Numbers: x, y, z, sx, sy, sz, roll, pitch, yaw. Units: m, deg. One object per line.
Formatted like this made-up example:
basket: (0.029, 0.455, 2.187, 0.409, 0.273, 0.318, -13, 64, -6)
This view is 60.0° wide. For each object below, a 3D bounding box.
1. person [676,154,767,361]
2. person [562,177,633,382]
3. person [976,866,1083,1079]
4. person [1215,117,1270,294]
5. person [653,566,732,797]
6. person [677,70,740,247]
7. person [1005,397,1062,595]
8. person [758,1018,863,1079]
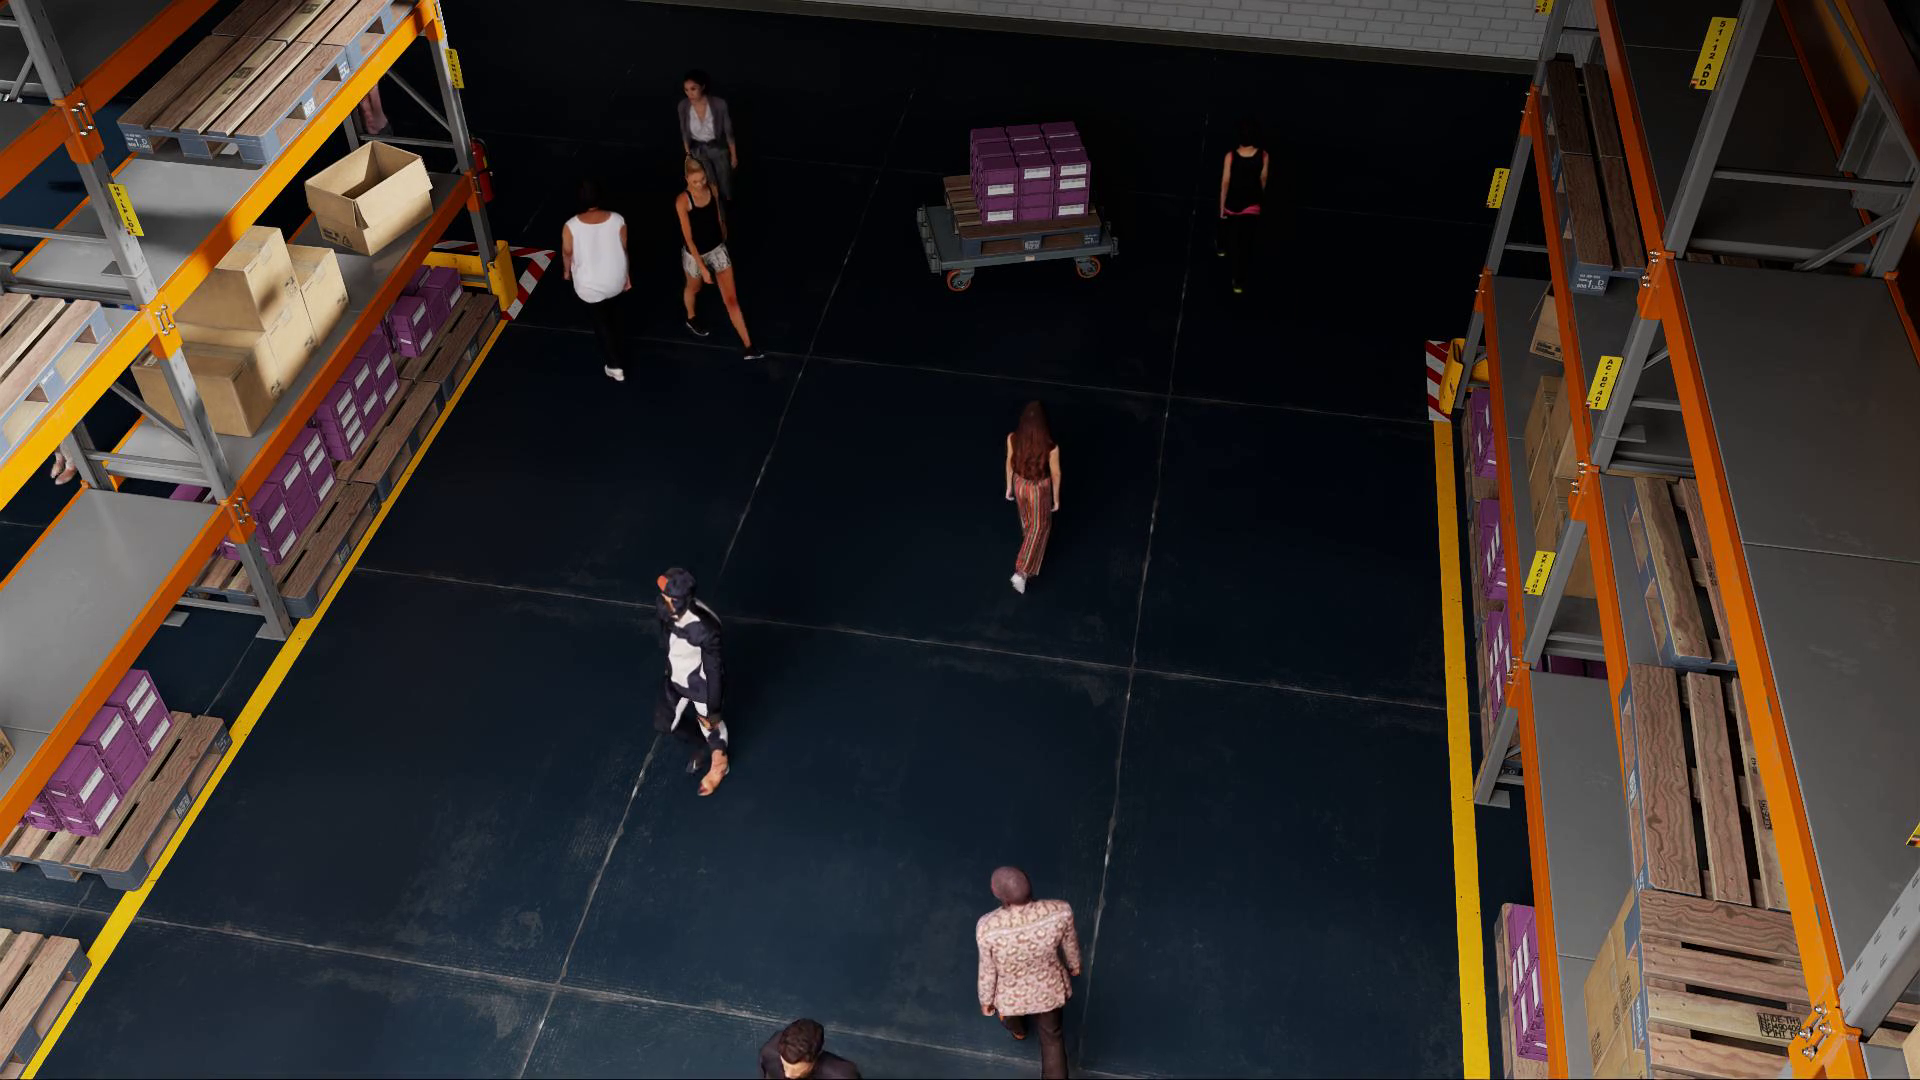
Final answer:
person: (-2.120, -2.305, 13.322, 1.214, 1.775, 1.160, -34, 53, -31)
person: (-2.830, -2.017, 13.122, 1.089, 1.634, 1.238, -20, 47, -20)
person: (0.372, 2.329, 8.453, 1.020, 1.782, 1.307, -5, 44, -6)
person: (2.386, -2.803, 14.037, 0.594, 1.510, 1.028, 4, 44, 4)
person: (-1.531, 0.795, 9.991, 0.839, 1.881, 0.844, 31, 52, 28)
person: (-2.164, -3.382, 14.545, 0.705, 1.649, 0.935, 0, 44, 0)
person: (0.477, -0.299, 11.382, 0.674, 1.547, 0.984, 15, 46, 15)
person: (-0.643, 2.734, 7.922, 0.785, 1.927, 0.805, 19, 47, 18)
